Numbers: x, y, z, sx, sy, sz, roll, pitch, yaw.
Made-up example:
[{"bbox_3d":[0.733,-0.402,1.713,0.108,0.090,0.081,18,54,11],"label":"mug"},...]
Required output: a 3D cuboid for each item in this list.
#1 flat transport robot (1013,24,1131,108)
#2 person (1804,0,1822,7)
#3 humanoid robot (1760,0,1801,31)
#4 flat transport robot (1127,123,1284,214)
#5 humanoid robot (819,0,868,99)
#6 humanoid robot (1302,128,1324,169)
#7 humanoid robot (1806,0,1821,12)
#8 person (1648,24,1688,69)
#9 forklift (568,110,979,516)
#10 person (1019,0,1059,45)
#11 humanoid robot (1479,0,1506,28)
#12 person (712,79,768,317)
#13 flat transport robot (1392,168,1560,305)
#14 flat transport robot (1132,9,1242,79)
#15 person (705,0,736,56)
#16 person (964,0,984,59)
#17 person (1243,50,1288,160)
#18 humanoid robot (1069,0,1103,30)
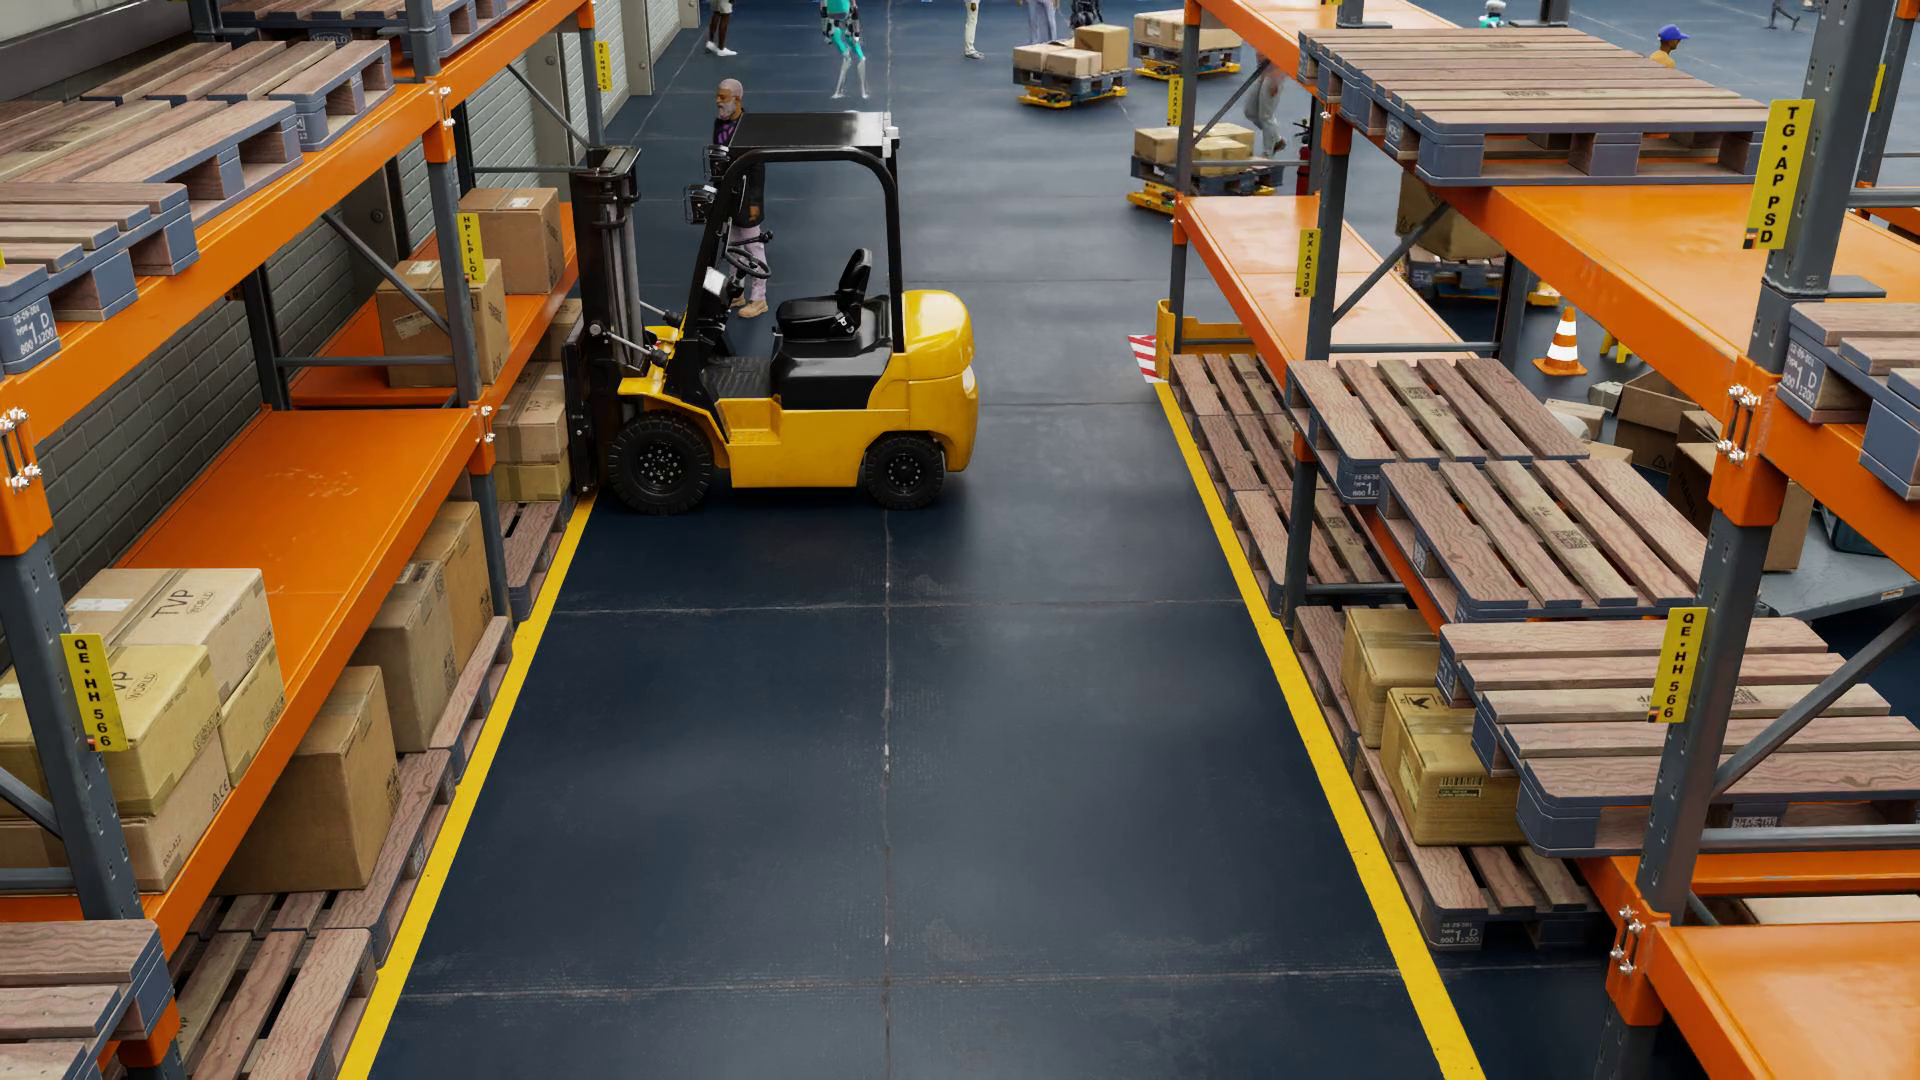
[{"bbox_3d":[1.473,-5.847,21.687,0.659,0.231,1.431,23,34,40],"label":"flat transport robot"},{"bbox_3d":[15.414,-10.476,29.603,0.521,1.886,0.395,1,25,3],"label":"person"},{"bbox_3d":[13.465,-9.124,26.987,0.589,1.637,0.609,15,29,28],"label":"humanoid robot"},{"bbox_3d":[2.455,-3.523,16.764,1.431,0.231,0.659,-16,30,-30],"label":"flat transport robot"},{"bbox_3d":[-1.470,-6.610,21.601,0.530,1.789,0.803,9,27,19],"label":"humanoid robot"},{"bbox_3d":[3.339,-3.625,15.342,0.402,1.635,0.615,18,30,33],"label":"humanoid robot"},{"bbox_3d":[15.115,-10.096,29.042,0.318,1.645,0.584,19,31,35],"label":"humanoid robot"},{"bbox_3d":[6.975,-4.272,16.654,0.357,1.718,0.448,-4,26,-8],"label":"person"},{"bbox_3d":[-1.043,-1.379,9.976,2.313,2.155,1.214,-1,25,-2],"label":"forklift"},{"bbox_3d":[1.209,-7.924,24.289,0.684,1.807,0.383,7,26,14],"label":"person"},{"bbox_3d":[5.935,-4.857,17.986,0.816,1.879,0.549,4,26,8],"label":"humanoid robot"},{"bbox_3d":[-1.757,-2.708,13.179,0.543,1.855,0.400,21,33,37],"label":"person"},{"bbox_3d":[4.226,-2.172,13.902,1.431,0.231,0.659,4,26,9],"label":"flat transport robot"},{"bbox_3d":[3.208,-6.683,23.456,1.431,0.231,0.659,-16,30,-30],"label":"flat transport robot"},{"bbox_3d":[-3.560,-8.178,24.733,0.395,1.881,0.581,-22,33,-39],"label":"person"},{"bbox_3d":[0.220,-8.007,24.533,0.347,1.745,0.563,0,25,1],"label":"person"},{"bbox_3d":[3.311,-4.953,17.854,0.454,1.920,0.637,-7,26,-14],"label":"person"},{"bbox_3d":[1.766,-7.459,23.460,0.441,1.632,0.608,23,34,40],"label":"humanoid robot"}]
